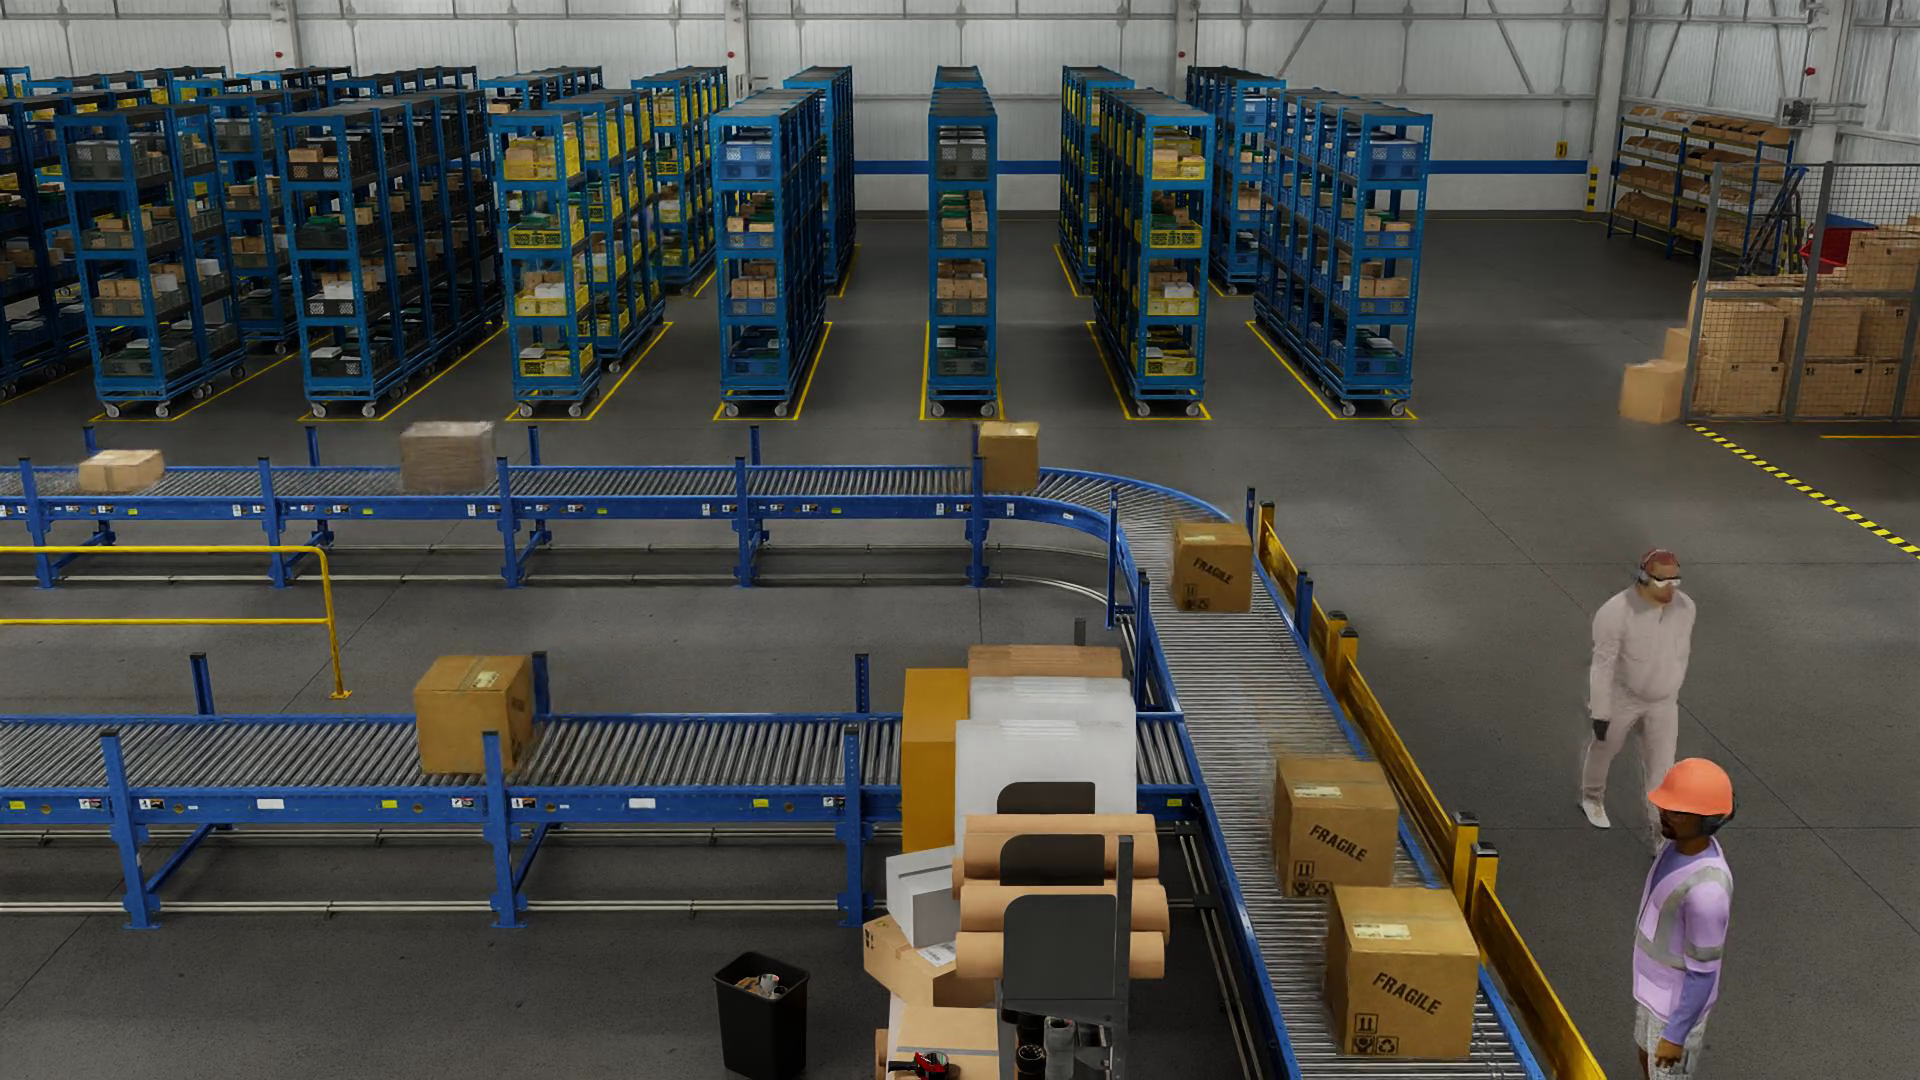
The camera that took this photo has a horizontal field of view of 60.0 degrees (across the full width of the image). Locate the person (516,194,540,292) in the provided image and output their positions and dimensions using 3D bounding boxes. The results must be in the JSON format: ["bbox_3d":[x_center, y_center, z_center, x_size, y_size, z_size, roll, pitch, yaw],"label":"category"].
[{"bbox_3d":[-7.076,-4.850,27.663,0.835,1.802,0.601,-1,18,-4],"label":"person"}]

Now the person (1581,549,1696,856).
[{"bbox_3d":[3.984,0.951,9.712,0.664,1.849,1.006,-3,18,-8],"label":"person"}]

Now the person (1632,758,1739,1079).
[{"bbox_3d":[2.856,1.819,6.729,0.361,2.048,0.611,4,18,11],"label":"person"}]

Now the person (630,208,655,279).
[{"bbox_3d":[-5.464,-4.946,27.964,0.925,1.795,0.578,4,18,12],"label":"person"}]
